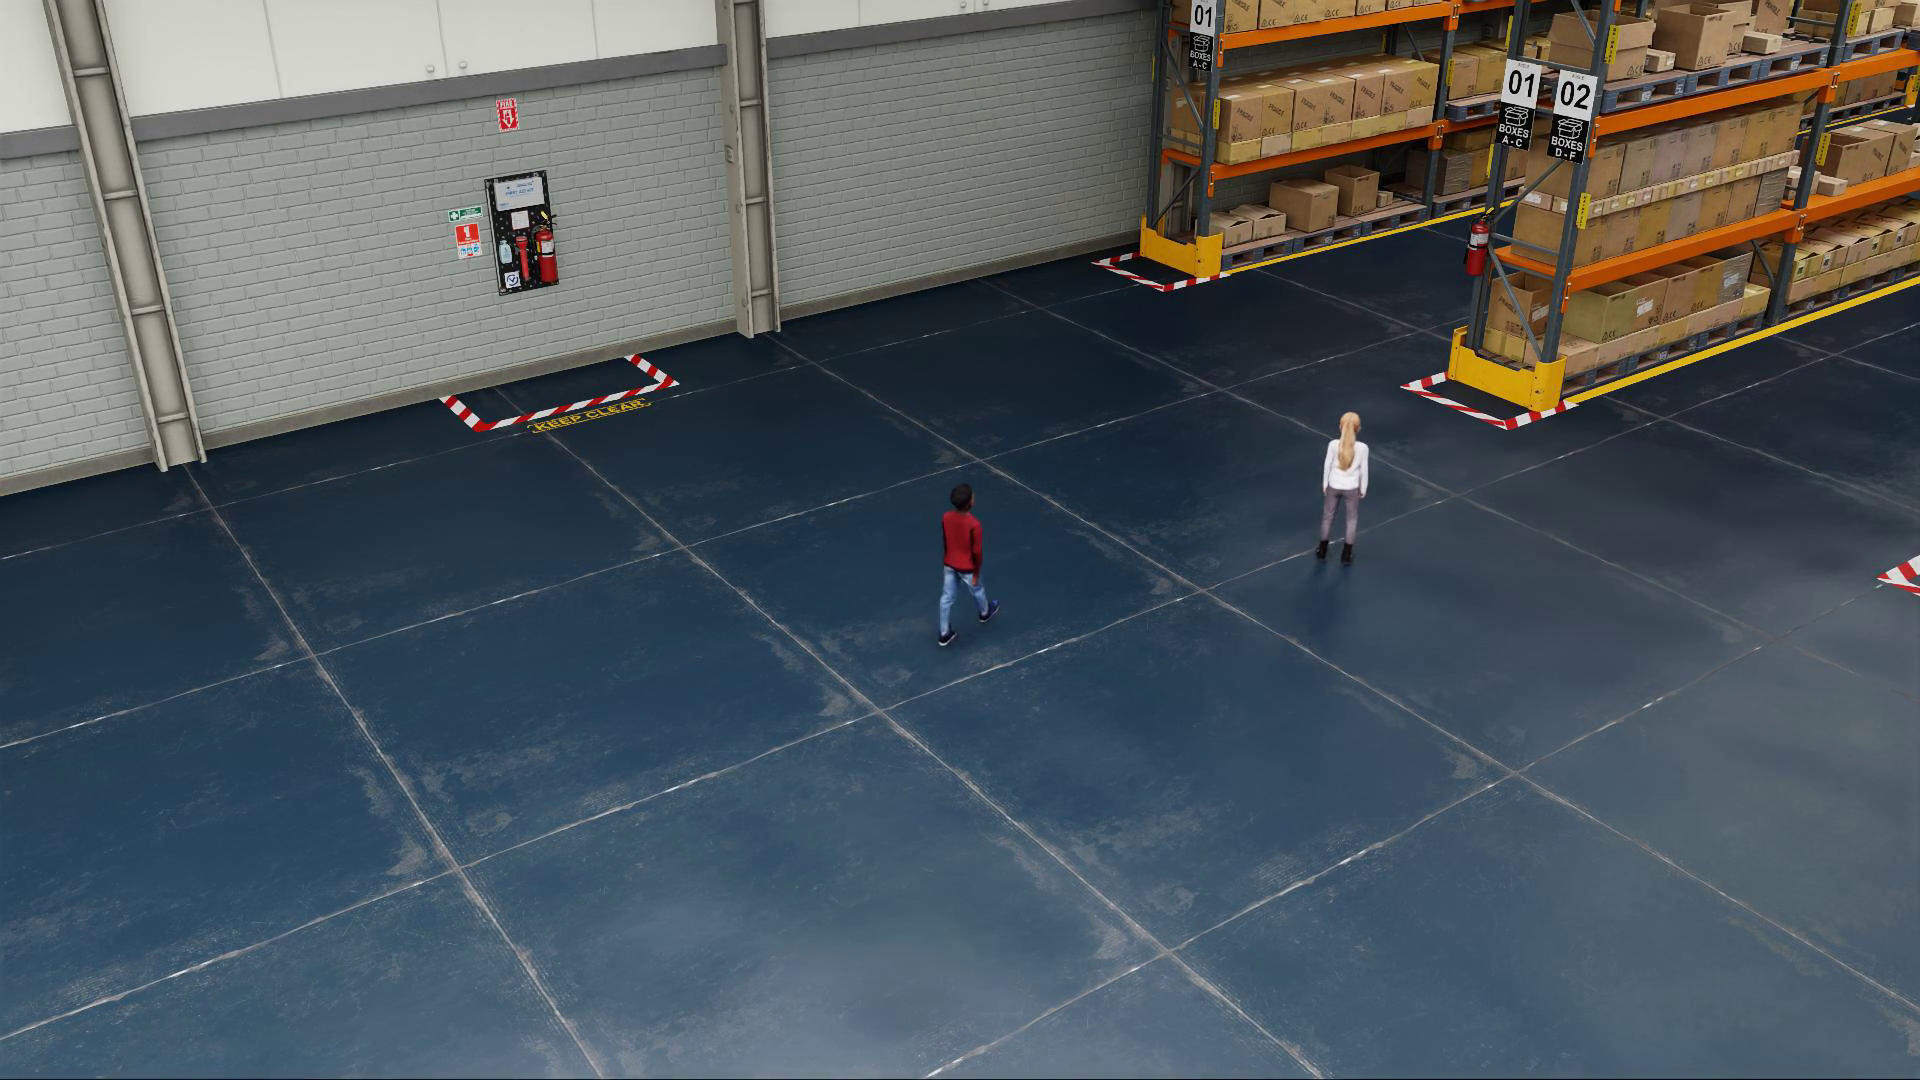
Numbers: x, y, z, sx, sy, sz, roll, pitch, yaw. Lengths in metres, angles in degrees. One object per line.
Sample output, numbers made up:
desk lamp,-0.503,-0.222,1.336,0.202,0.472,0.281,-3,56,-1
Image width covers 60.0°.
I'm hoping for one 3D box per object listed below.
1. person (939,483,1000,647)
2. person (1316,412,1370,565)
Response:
person,-0.022,0.206,12.062,0.751,1.221,0.930,14,30,25
person,3.046,-0.416,13.208,0.588,1.277,0.636,9,28,16
